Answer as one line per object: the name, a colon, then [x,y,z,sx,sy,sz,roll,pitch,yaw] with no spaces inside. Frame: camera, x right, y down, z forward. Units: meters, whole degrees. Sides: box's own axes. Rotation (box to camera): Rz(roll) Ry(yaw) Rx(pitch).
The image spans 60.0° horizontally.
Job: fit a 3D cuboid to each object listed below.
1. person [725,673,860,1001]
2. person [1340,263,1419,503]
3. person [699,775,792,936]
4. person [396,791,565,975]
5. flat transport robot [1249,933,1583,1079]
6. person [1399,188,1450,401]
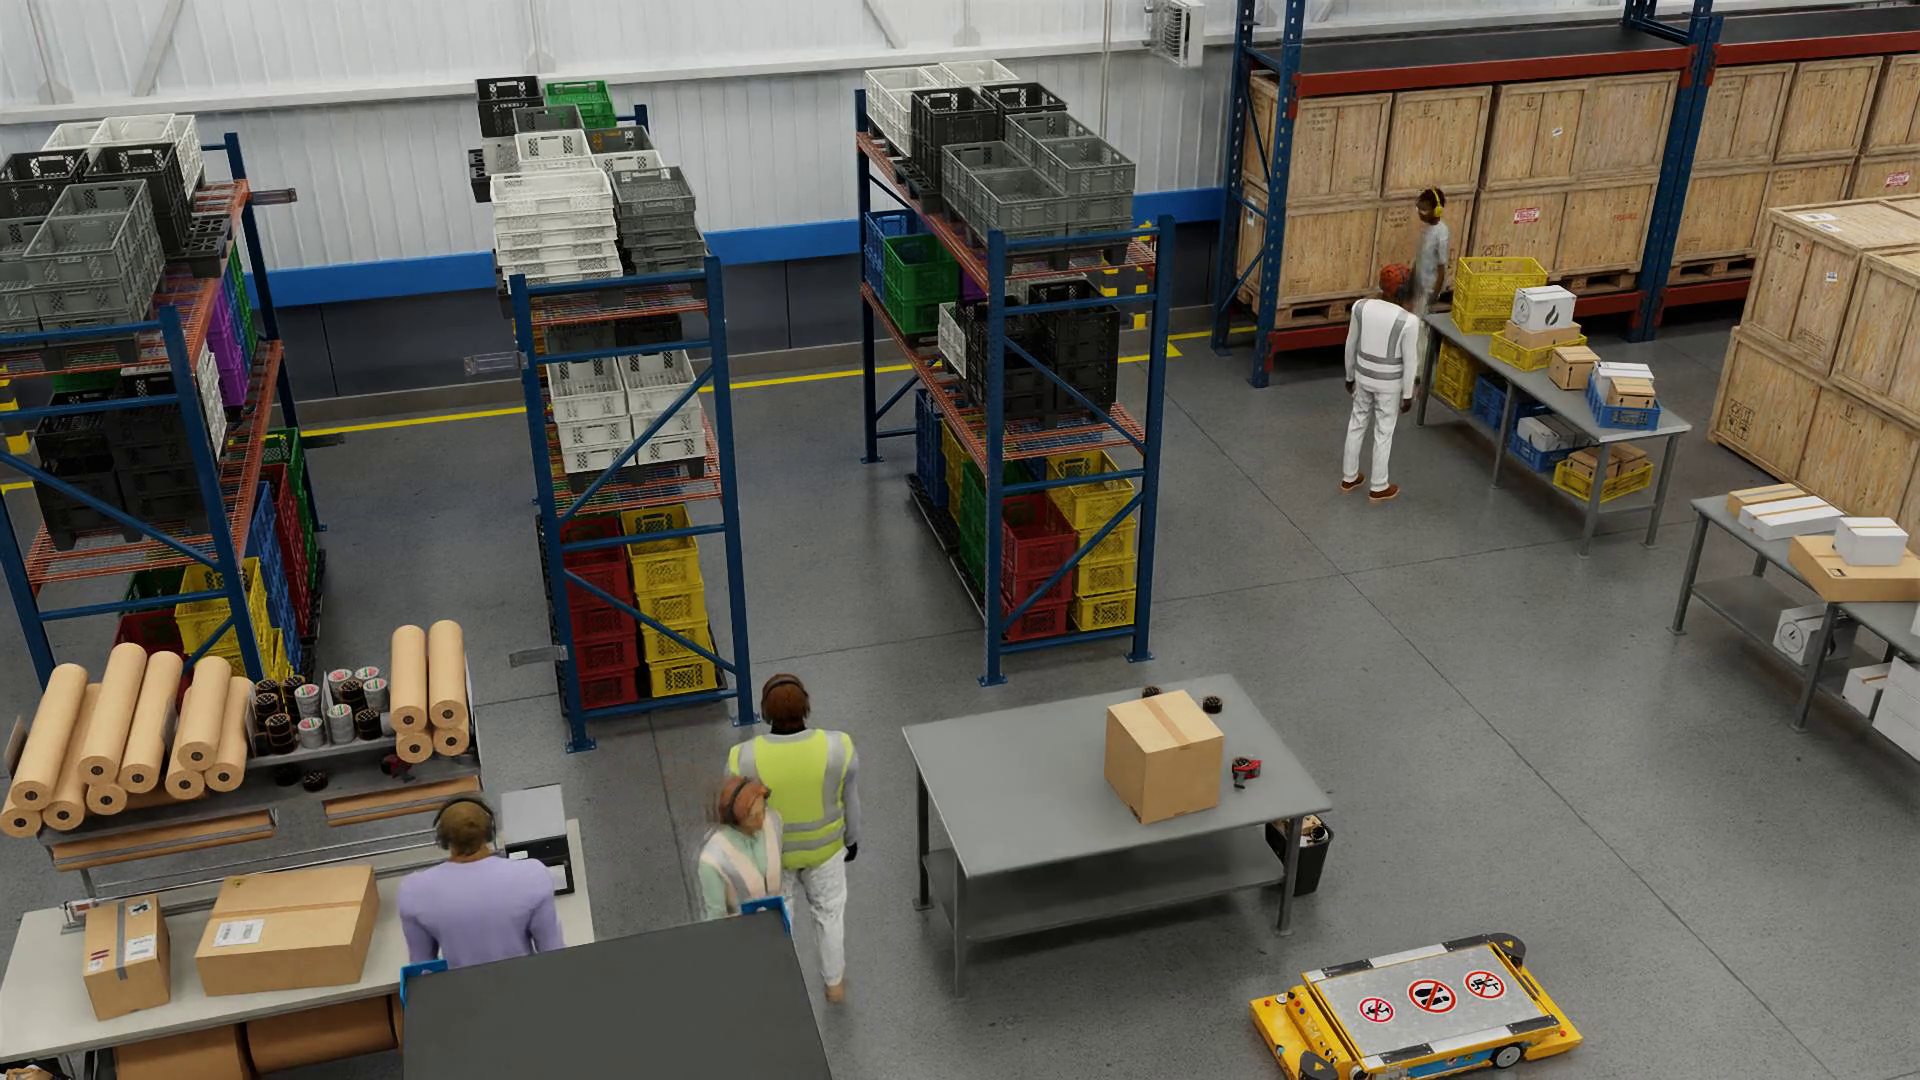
person: [-0.788,1.437,7.907,0.636,1.840,0.429,-3,29,-6]
person: [3.188,-1.194,12.643,0.587,1.881,0.342,26,38,38]
person: [-1.001,1.727,7.597,0.720,1.611,0.523,21,35,33]
person: [-1.963,1.882,7.002,0.630,1.931,0.368,-4,29,-7]
flat transport robot: [2.184,2.282,7.980,1.431,0.197,0.652,-8,30,-14]
person: [4.046,-2.152,14.424,0.422,1.852,0.692,0,29,1]
